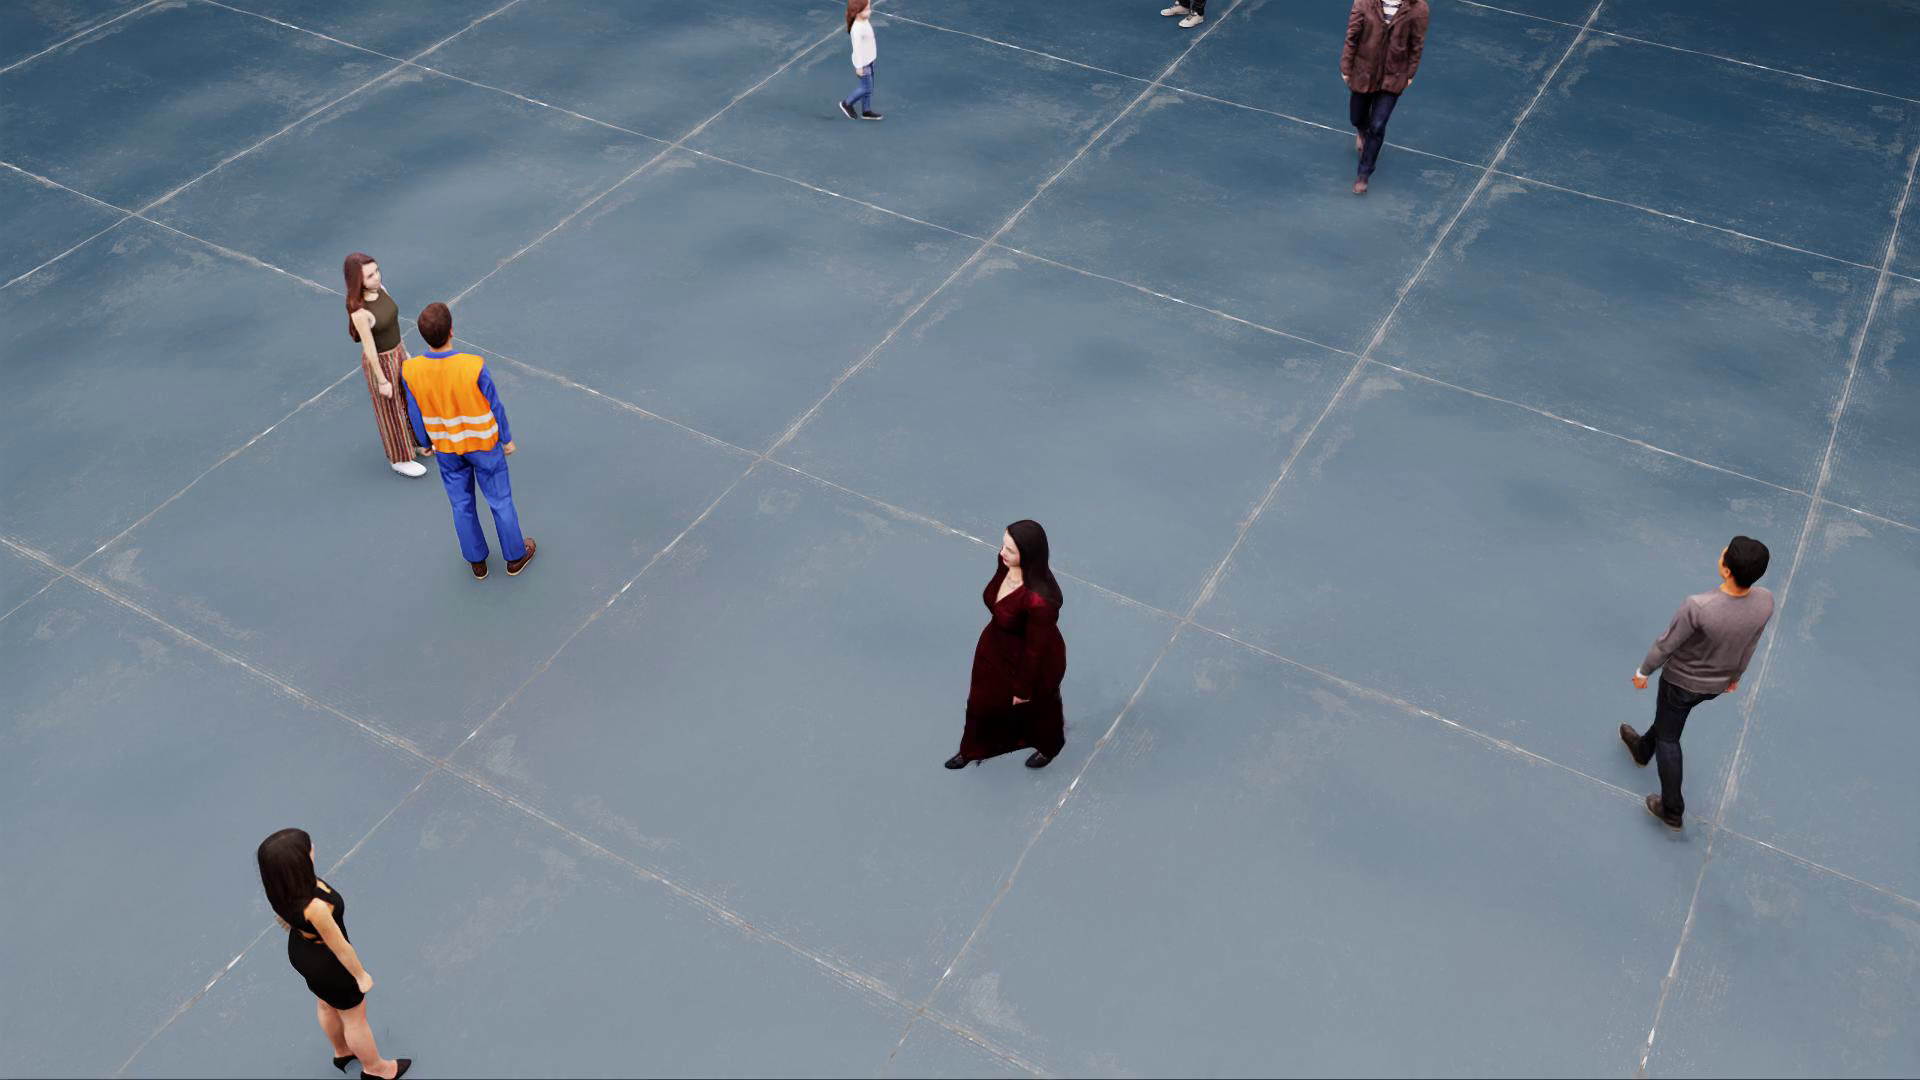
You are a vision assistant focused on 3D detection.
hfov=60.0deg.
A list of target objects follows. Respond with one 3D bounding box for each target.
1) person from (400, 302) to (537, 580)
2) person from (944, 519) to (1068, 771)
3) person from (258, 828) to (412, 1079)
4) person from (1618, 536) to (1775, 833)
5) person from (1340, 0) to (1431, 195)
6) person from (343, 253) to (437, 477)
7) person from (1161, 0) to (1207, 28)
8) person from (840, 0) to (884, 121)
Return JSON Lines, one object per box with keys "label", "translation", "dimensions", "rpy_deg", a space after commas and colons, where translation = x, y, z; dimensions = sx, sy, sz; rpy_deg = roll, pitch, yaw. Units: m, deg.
{"label": "person", "translation": [-2.798, -0.545, 9.441], "dimensions": [0.789, 1.863, 0.801], "rpy_deg": [-2, 42, -2]}
{"label": "person", "translation": [0.408, 0.544, 8.339], "dimensions": [1.013, 1.733, 0.924], "rpy_deg": [-18, 45, -19]}
{"label": "person", "translation": [-2.688, 1.784, 7.036], "dimensions": [0.587, 1.648, 0.512], "rpy_deg": [25, 48, 25]}
{"label": "person", "translation": [3.612, 0.726, 8.131], "dimensions": [1.086, 1.743, 1.005], "rpy_deg": [16, 45, 17]}
{"label": "person", "translation": [3.260, -3.654, 12.895], "dimensions": [0.896, 1.821, 1.141], "rpy_deg": [13, 44, 14]}
{"label": "person", "translation": [-3.558, -1.104, 10.280], "dimensions": [0.675, 1.563, 0.550], "rpy_deg": [8, 43, 9]}
{"label": "person", "translation": [2.135, -5.552, 15.028], "dimensions": [0.709, 1.763, 0.701], "rpy_deg": [-21, 46, -21]}
{"label": "person", "translation": [-0.853, -4.009, 13.822], "dimensions": [0.590, 1.102, 0.569], "rpy_deg": [9, 43, 9]}
